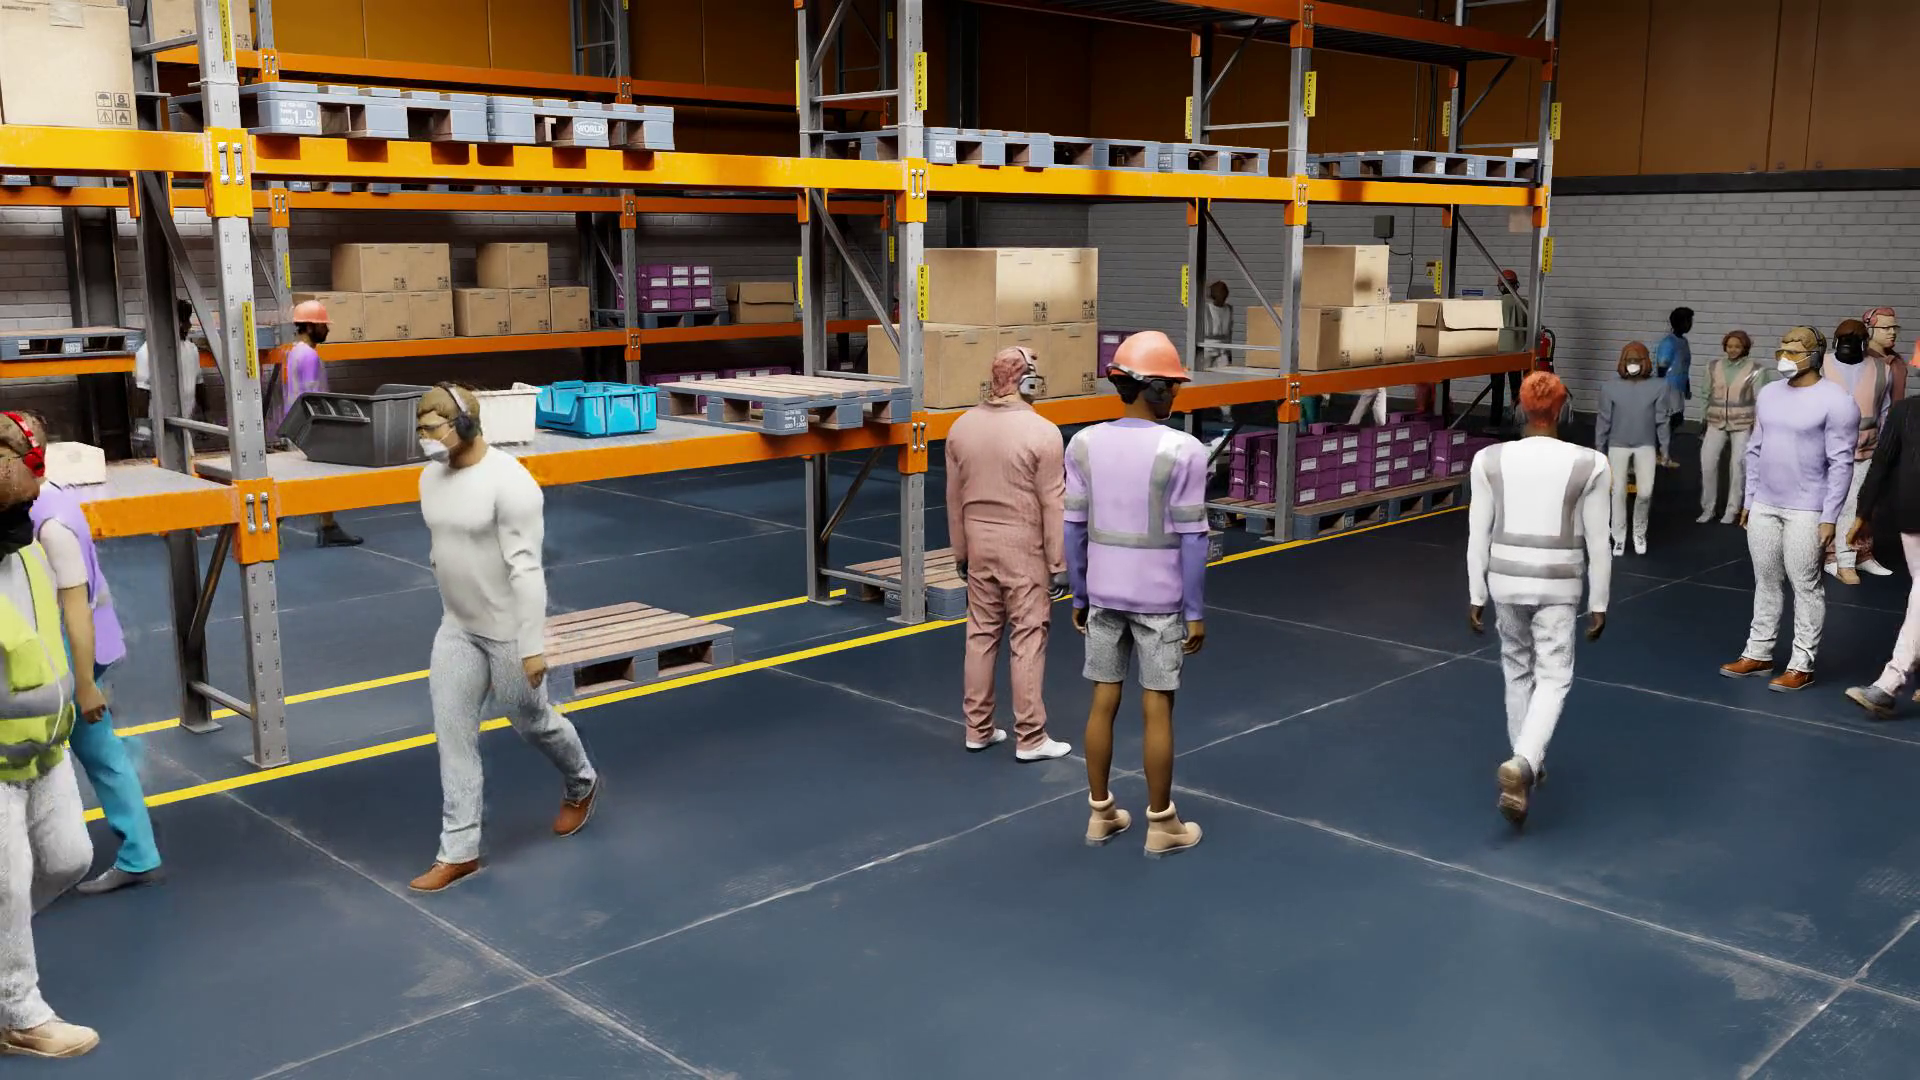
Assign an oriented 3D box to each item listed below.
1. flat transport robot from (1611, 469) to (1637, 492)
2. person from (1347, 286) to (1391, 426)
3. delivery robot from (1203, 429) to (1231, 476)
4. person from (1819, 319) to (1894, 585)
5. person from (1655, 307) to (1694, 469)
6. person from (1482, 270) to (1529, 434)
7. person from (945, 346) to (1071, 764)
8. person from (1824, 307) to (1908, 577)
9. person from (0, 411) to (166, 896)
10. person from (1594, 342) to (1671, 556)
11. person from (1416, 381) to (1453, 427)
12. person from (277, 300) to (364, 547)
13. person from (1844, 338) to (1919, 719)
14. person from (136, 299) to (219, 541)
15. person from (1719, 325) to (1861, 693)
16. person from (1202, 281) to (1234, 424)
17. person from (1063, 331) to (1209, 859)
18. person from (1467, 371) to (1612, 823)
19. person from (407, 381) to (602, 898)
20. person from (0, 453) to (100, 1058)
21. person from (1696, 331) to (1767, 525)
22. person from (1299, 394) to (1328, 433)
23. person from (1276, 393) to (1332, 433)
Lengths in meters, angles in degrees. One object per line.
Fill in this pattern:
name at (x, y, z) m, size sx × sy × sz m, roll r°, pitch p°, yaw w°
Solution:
flat transport robot at (6.058, -0.658, 16.060) m, size 0.652 × 0.197 × 1.431 m, roll 0°, pitch 10°, yaw 2°
person at (4.664, -1.935, 18.734) m, size 0.978 × 1.857 × 0.642 m, roll -4°, pitch 11°, yaw -19°
delivery robot at (2.566, -0.821, 15.918) m, size 0.707 × 0.478 × 0.477 m, roll -7°, pitch 12°, yaw -32°
person at (6.073, -0.603, 11.480) m, size 0.633 × 1.839 × 0.429 m, roll 2°, pitch 11°, yaw 12°
person at (7.335, -1.557, 17.107) m, size 0.364 × 1.677 × 0.532 m, roll 8°, pitch 13°, yaw 37°
person at (6.627, -2.274, 20.194) m, size 0.611 × 1.985 × 0.393 m, roll -2°, pitch 11°, yaw -11°
person at (0.248, 0.066, 7.660) m, size 0.652 × 1.904 × 0.402 m, roll 8°, pitch 13°, yaw 38°
person at (6.399, -0.678, 11.708) m, size 0.640 × 1.909 × 0.409 m, roll -5°, pitch 11°, yaw -23°
person at (-3.292, 0.448, 5.835) m, size 0.870 × 1.799 × 0.614 m, roll -6°, pitch 12°, yaw -29°
person at (5.019, -0.669, 12.430) m, size 0.538 × 1.616 × 0.388 m, roll 4°, pitch 11°, yaw 23°
person at (5.135, -1.724, 17.963) m, size 0.634 × 1.735 × 0.612 m, roll -3°, pitch 11°, yaw -16°
person at (-5.002, -0.860, 12.676) m, size 0.686 × 1.921 × 0.570 m, roll -5°, pitch 11°, yaw -25°
person at (4.808, -0.084, 8.357) m, size 1.019 × 1.940 × 0.640 m, roll -4°, pitch 11°, yaw -19°
person at (-6.145, -0.948, 13.117) m, size 0.764 × 1.921 × 0.734 m, roll 2°, pitch 11°, yaw 8°
person at (4.409, -0.166, 8.826) m, size 0.372 × 1.940 × 0.627 m, roll -4°, pitch 11°, yaw -21°
person at (3.275, -2.447, 21.598) m, size 0.632 × 1.837 × 0.938 m, roll -4°, pitch 11°, yaw -21°
person at (0.695, 0.213, 6.483) m, size 0.609 × 2.040 × 0.394 m, roll 7°, pitch 13°, yaw 35°
person at (2.384, 0.228, 6.926) m, size 0.581 × 1.857 × 0.854 m, roll 6°, pitch 12°, yaw 29°
person at (-1.729, 0.322, 6.342) m, size 0.643 × 1.887 × 0.973 m, roll 7°, pitch 12°, yaw 32°
person at (-2.808, 0.642, 4.777) m, size 0.531 × 1.815 × 0.665 m, roll 0°, pitch 10°, yaw 2°
person at (6.340, -0.913, 13.743) m, size 0.547 × 1.614 × 0.595 m, roll 9°, pitch 14°, yaw 41°
person at (3.496, -1.503, 17.004) m, size 0.547 × 1.613 × 0.521 m, roll -10°, pitch 14°, yaw -43°
person at (3.328, -1.413, 16.192) m, size 0.572 × 1.719 × 0.773 m, roll 3°, pitch 11°, yaw 17°
